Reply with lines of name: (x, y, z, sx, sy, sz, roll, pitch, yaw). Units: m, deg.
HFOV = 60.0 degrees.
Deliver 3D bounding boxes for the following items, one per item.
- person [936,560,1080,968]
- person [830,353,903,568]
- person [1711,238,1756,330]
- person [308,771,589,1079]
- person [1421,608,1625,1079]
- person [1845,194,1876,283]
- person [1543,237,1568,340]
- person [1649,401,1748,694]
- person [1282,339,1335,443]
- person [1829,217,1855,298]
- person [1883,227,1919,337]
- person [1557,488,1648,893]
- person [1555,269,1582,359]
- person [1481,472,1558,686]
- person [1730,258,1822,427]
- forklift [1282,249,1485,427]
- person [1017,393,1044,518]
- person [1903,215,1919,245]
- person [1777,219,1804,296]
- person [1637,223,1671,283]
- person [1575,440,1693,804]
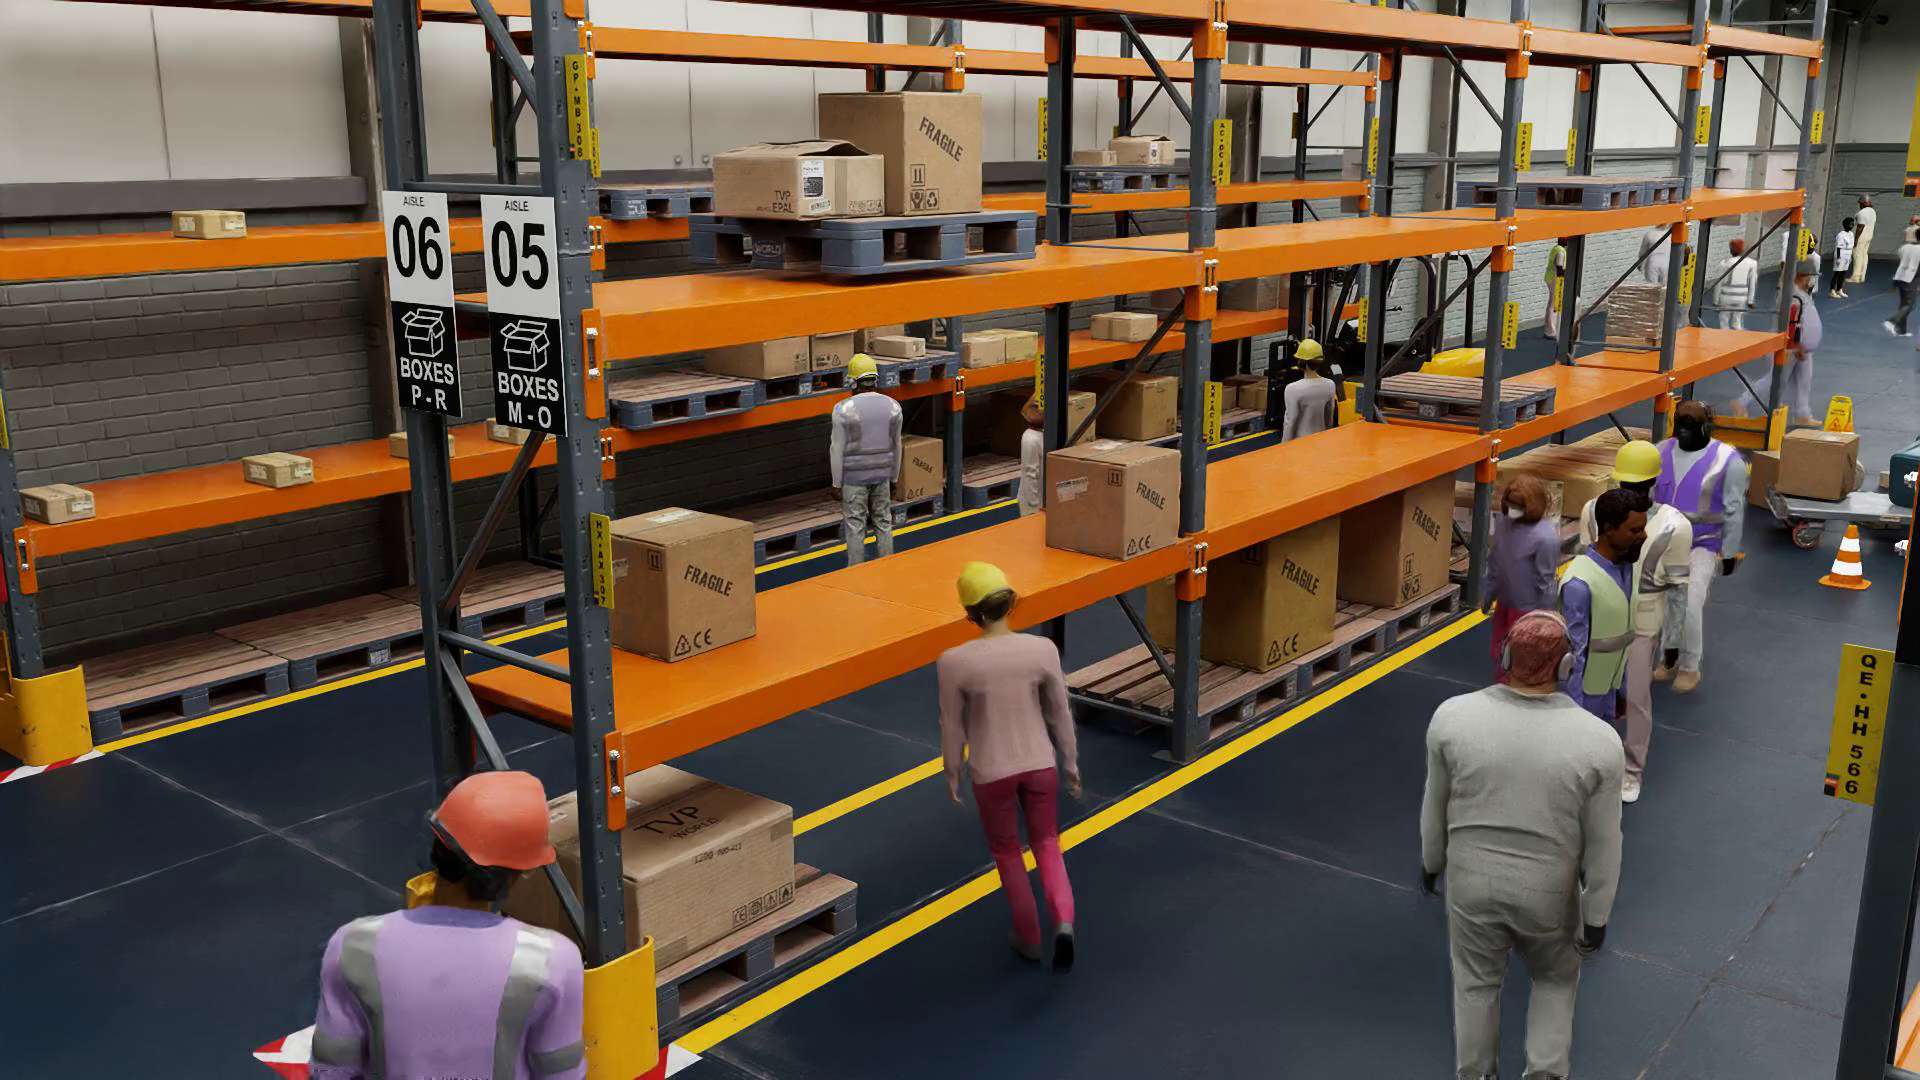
person: (0.211, 0.958, 6.820, 0.559, 1.725, 0.656, -4, 14, -17)
person: (-0.714, -0.487, 12.514, 0.586, 1.824, 0.404, -9, 16, -32)
person: (11.753, -3.655, 25.312, 0.600, 1.863, 0.423, 0, 14, 1)
person: (-1.269, 1.525, 3.975, 0.792, 1.987, 0.490, -1, 14, -4)
person: (1.890, 1.155, 5.668, 0.661, 1.891, 0.421, 6, 15, 24)
person: (20.863, -7.007, 38.597, 0.689, 2.000, 0.538, -11, 18, -39)
person: (10.006, -4.280, 27.911, 0.397, 1.838, 0.564, 3, 14, 12)
person: (4.482, 0.039, 10.370, 0.604, 1.826, 0.644, -10, 17, -36)
person: (2.874, -0.785, 13.837, 0.545, 1.769, 0.326, -8, 16, -30)
person: (18.535, -5.922, 34.907, 0.530, 1.688, 0.321, -10, 17, -36)
person: (16.015, -4.364, 28.180, 0.695, 1.887, 0.608, -4, 14, -16)
person: (2.845, 0.690, 7.544, 0.396, 1.910, 0.585, 12, 18, 40)
person: (7.137, -2.265, 19.641, 0.332, 1.872, 0.514, 1, 14, 6)
person: (3.226, 0.376, 9.424, 0.646, 1.601, 0.545, -4, 14, -17)
person: (9.769, -2.366, 19.703, 0.927, 2.000, 0.677, 12, 18, 40)
forklift: (4.886, -2.214, 18.767, 2.313, 2.155, 1.214, 11, 18, 38)
person: (0.552, -0.256, 11.952, 0.279, 1.633, 0.497, 3, 14, 11)
person: (21.020, -6.347, 36.743, 0.311, 1.639, 0.512, -1, 14, -6)
person: (17.005, -5.728, 33.983, 0.559, 1.751, 0.326, -5, 15, -18)
person: (13.277, -5.233, 31.763, 0.645, 1.845, 1.009, 1, 14, 5)
person: (3.446, 0.418, 8.629, 0.394, 1.918, 0.591, -12, 18, -40)
